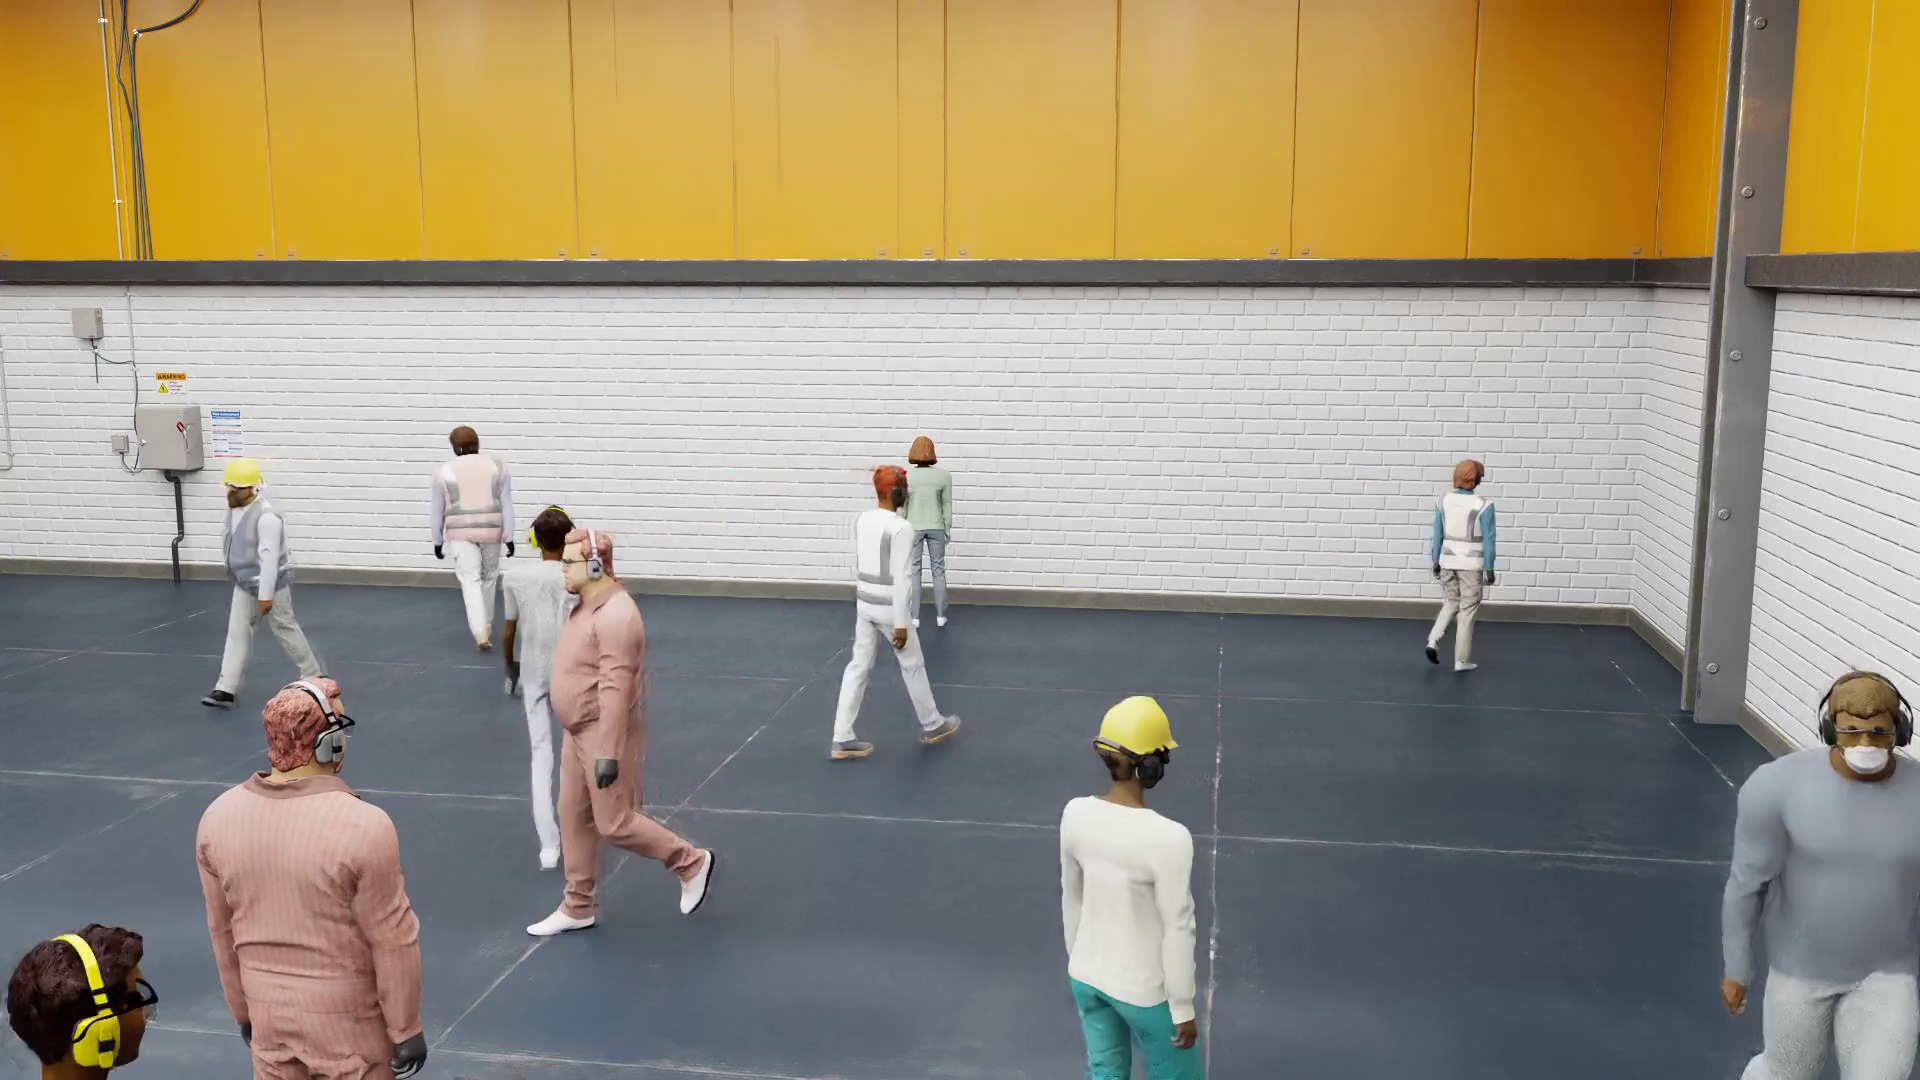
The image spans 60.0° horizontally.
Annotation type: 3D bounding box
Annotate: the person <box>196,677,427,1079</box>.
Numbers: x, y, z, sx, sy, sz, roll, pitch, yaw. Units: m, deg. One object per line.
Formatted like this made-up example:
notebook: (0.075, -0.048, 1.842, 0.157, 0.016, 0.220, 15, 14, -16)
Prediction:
person: (-1.794, 1.327, 4.724, 0.643, 1.909, 0.410, 3, 10, 16)

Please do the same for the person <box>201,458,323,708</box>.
person: (-4.912, 0.281, 11.630, 0.643, 1.759, 0.921, 7, 12, 37)

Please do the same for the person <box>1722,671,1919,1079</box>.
person: (2.667, 1.278, 5.088, 0.666, 1.901, 0.893, 3, 10, 16)

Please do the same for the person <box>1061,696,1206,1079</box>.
person: (0.530, 1.343, 5.094, 0.361, 1.754, 0.551, -8, 12, -40)

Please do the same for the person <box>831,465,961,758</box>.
person: (-0.441, 0.436, 10.454, 0.977, 1.830, 0.601, -8, 12, -39)

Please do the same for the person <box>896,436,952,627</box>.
person: (-0.311, -0.068, 14.164, 0.501, 1.633, 0.285, -2, 9, -11)

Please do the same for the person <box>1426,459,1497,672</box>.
person: (3.797, 0.202, 12.547, 0.372, 1.627, 0.517, -7, 11, -36)

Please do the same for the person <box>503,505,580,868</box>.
person: (-2.134, 0.725, 8.721, 0.516, 1.819, 0.986, -2, 9, -11)

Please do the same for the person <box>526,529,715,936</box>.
person: (-1.565, 0.873, 7.585, 0.774, 1.886, 0.639, -5, 10, -28)

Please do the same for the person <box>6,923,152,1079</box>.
person: (-1.634, 1.624, 3.081, 0.512, 1.856, 0.511, 6, 11, 32)

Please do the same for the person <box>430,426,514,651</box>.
person: (-3.927, -0.025, 13.430, 0.640, 1.794, 0.969, -4, 10, -25)
